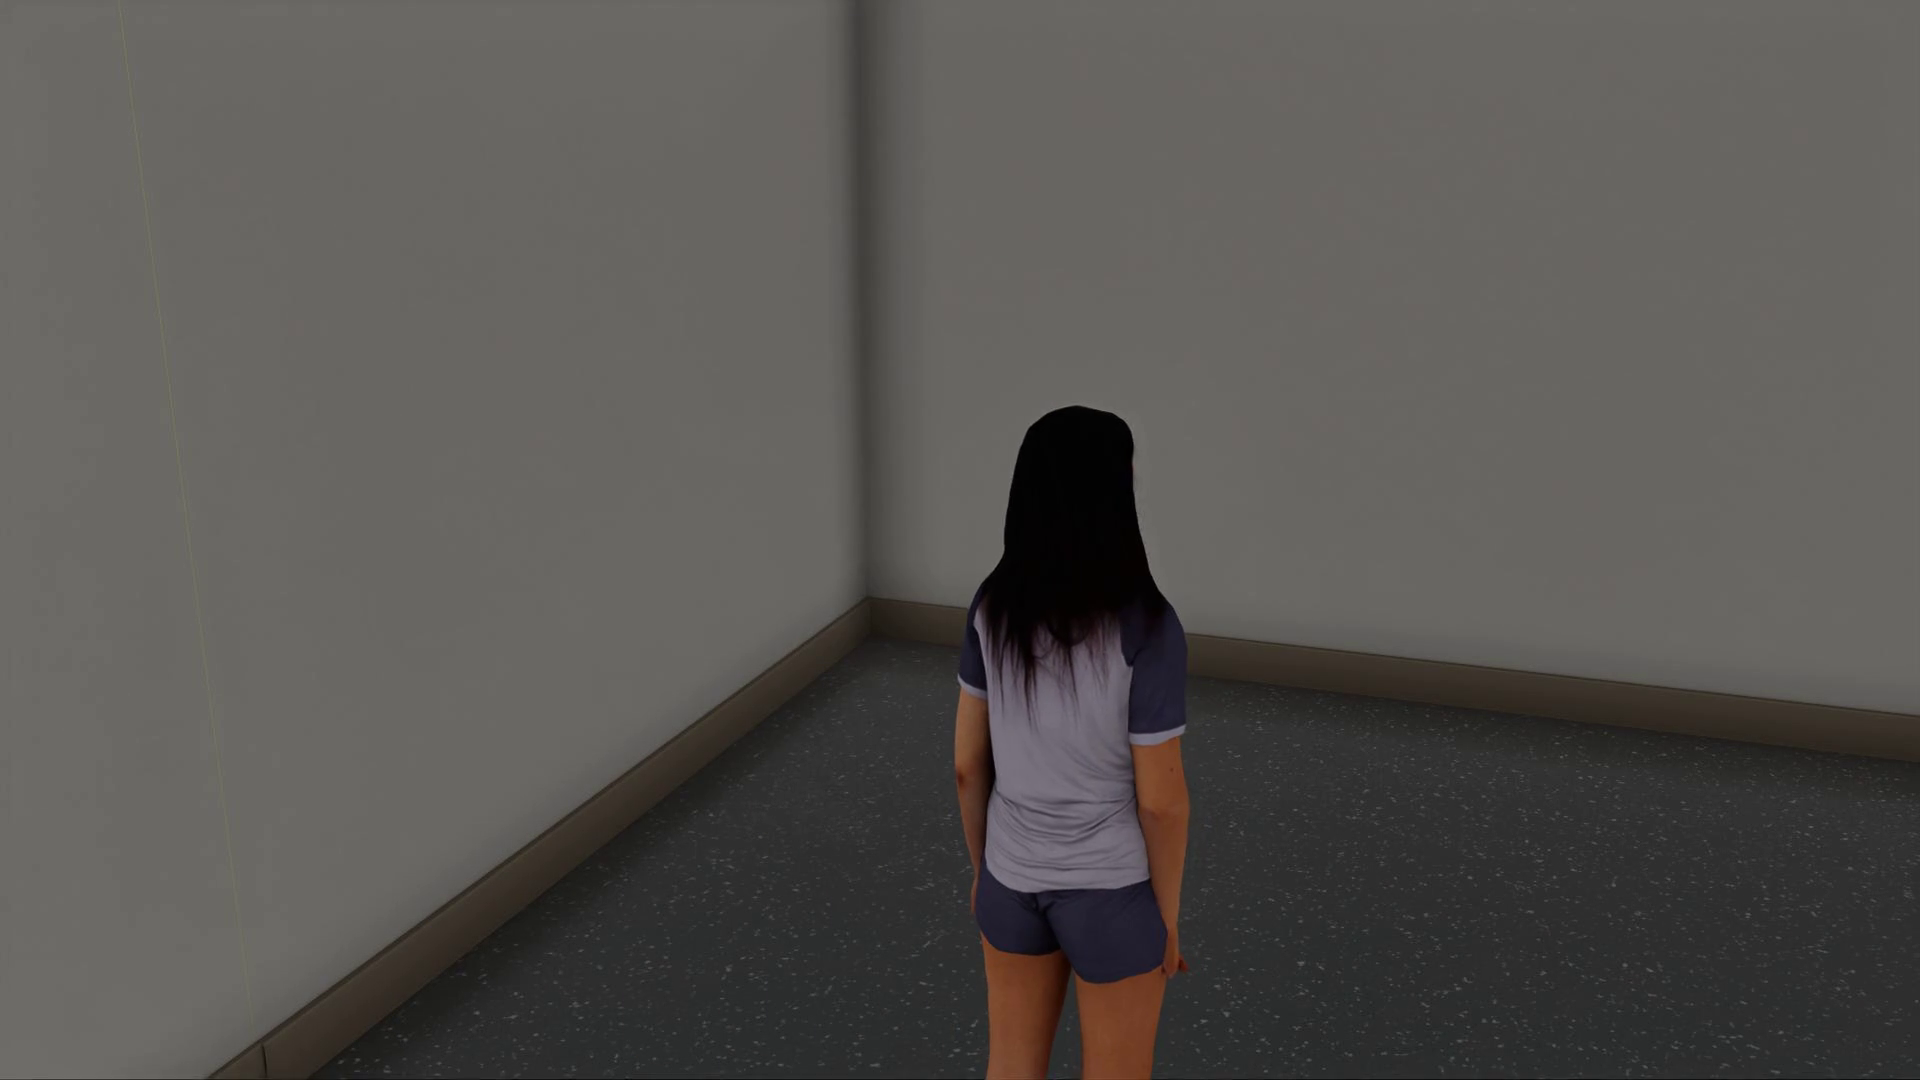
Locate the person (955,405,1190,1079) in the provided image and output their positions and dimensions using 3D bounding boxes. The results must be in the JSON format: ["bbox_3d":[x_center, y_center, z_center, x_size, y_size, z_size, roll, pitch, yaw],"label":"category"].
[{"bbox_3d":[0.195,0.616,2.929,0.624,1.733,0.575,10,18,30],"label":"person"}]
